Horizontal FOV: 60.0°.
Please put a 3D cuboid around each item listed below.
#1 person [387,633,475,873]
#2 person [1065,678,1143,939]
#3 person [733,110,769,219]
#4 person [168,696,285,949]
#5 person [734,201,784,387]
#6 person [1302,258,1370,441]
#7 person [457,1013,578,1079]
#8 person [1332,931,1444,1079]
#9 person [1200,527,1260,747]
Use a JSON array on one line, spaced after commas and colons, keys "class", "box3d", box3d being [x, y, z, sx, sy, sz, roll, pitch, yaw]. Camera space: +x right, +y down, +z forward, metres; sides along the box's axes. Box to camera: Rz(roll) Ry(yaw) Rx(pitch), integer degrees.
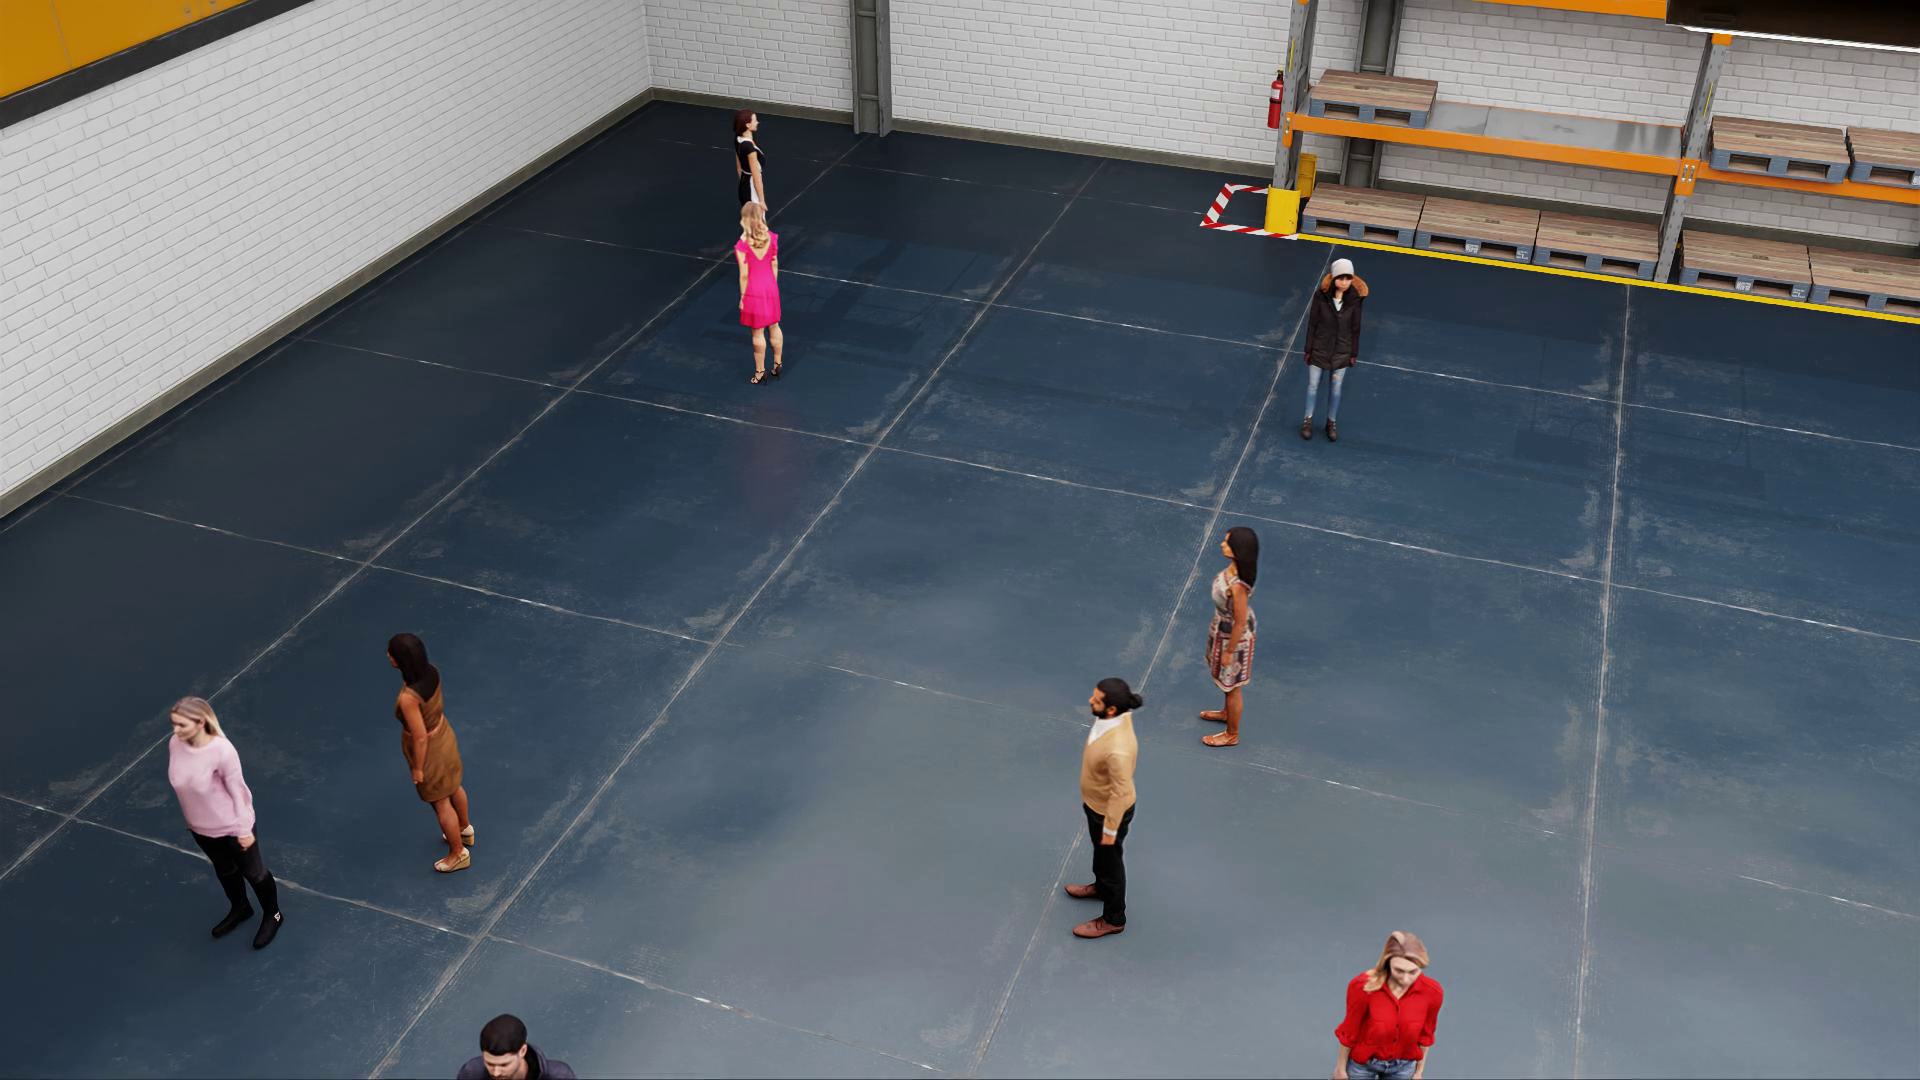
[{"class": "person", "box3d": [-3.086, 1.234, 9.703, 0.625, 1.689, 0.638, -1, 34, -2]}, {"class": "person", "box3d": [0.824, 1.474, 9.284, 0.726, 1.754, 0.745, -3, 34, -4]}, {"class": "person", "box3d": [-2.076, -3.414, 16.600, 0.703, 1.796, 0.622, -17, 37, -24]}, {"class": "person", "box3d": [-4.097, 1.543, 9.239, 0.464, 1.688, 0.648, 11, 35, 16]}, {"class": "person", "box3d": [-1.778, -2.200, 14.835, 0.661, 1.729, 0.690, -23, 40, -31]}, {"class": "person", "box3d": [3.131, -1.626, 14.054, 0.608, 1.636, 0.738, 4, 34, 6]}, {"class": "person", "box3d": [-1.870, 2.727, 7.272, 0.655, 1.895, 0.809, -1, 34, -2]}, {"class": "person", "box3d": [1.980, 2.460, 7.845, 0.566, 1.705, 0.734, 0, 34, 0]}, {"class": "person", "box3d": [1.754, 0.609, 10.683, 0.601, 1.645, 0.694, 4, 34, 7]}]
